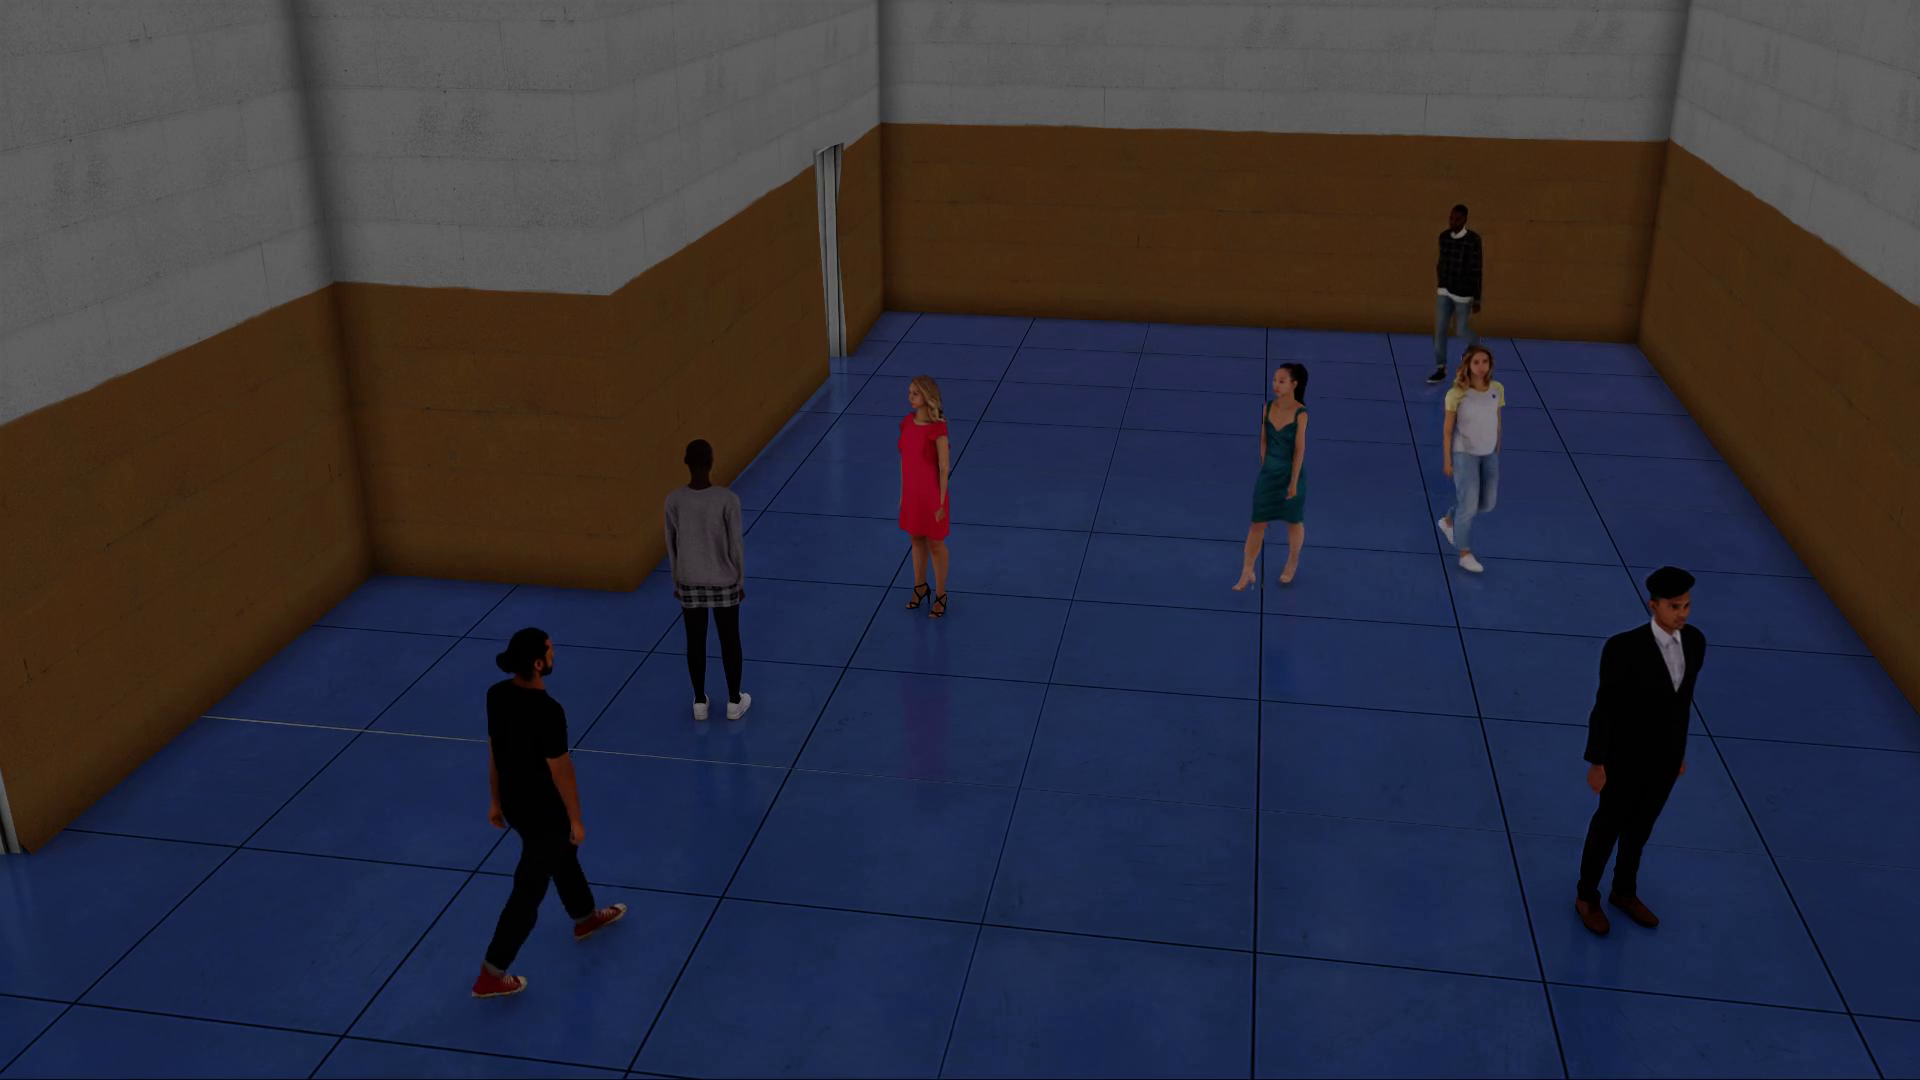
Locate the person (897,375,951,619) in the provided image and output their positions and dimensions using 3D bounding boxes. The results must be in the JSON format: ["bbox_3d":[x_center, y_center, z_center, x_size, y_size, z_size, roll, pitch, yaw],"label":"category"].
[{"bbox_3d":[-0.228,-0.306,11.350,0.722,1.728,0.642,-20,29,-41],"label":"person"}]

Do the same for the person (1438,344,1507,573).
[{"bbox_3d":[3.674,-0.616,12.128,0.844,1.708,0.889,-8,23,-20],"label":"person"}]

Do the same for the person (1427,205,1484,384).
[{"bbox_3d":[5.020,-2.477,16.691,1.161,1.773,1.115,20,29,40],"label":"person"}]

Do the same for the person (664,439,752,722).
[{"bbox_3d":[-1.507,0.243,9.923,0.506,1.771,0.696,1,22,3],"label":"person"}]

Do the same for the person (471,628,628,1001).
[{"bbox_3d":[-1.965,1.263,7.462,1.187,1.715,1.101,18,28,38],"label":"person"}]

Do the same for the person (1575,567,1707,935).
[{"bbox_3d":[3.247,1.034,7.945,0.670,1.780,0.834,-6,23,-16],"label":"person"}]

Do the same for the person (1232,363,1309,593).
[{"bbox_3d":[2.340,-0.440,11.778,0.937,1.656,0.924,19,28,38],"label":"person"}]
